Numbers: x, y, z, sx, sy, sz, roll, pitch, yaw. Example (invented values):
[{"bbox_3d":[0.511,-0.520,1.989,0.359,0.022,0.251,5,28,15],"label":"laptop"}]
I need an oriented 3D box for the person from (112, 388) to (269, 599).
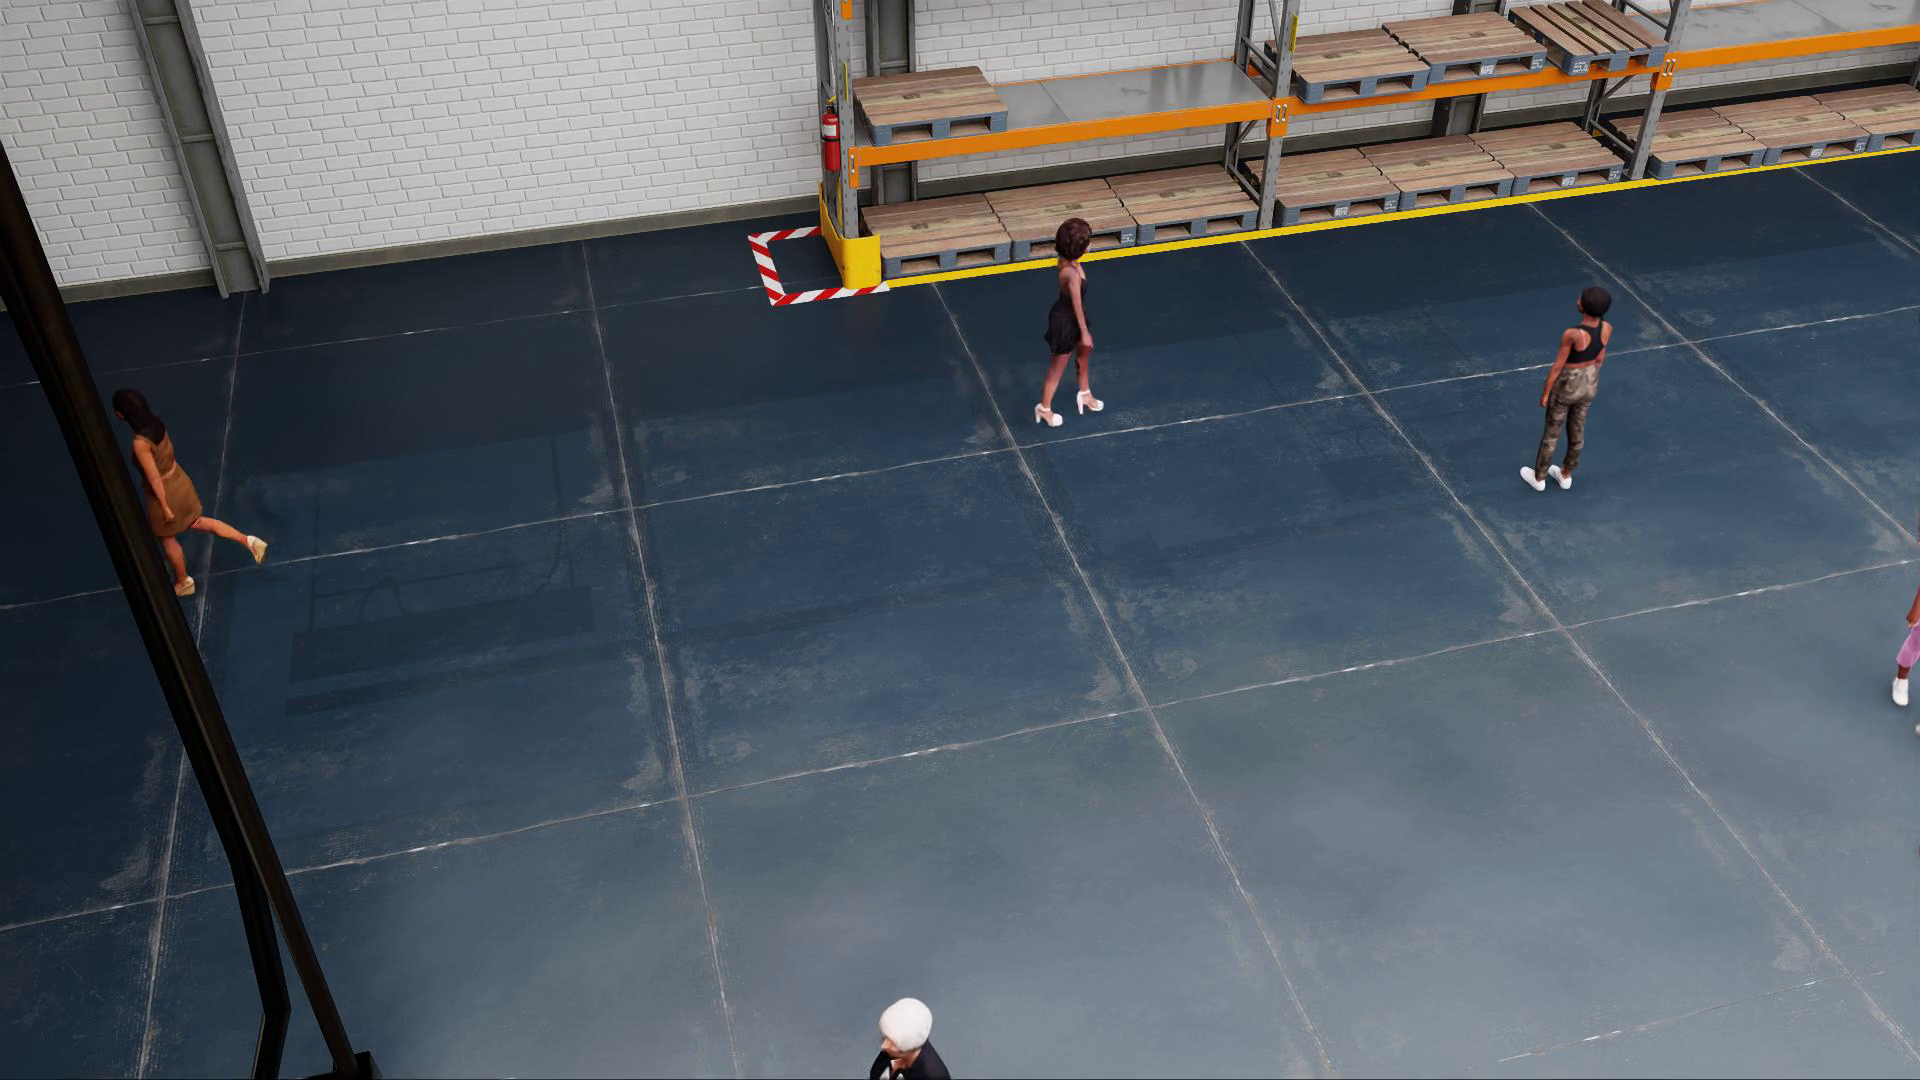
[{"bbox_3d":[-5.212,-0.306,11.158,0.982,1.670,0.594,-7,39,-9],"label":"person"}]

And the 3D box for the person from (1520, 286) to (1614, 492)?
[{"bbox_3d":[4.479,-1.092,12.121,0.472,1.697,0.619,-10,40,-12],"label":"person"}]

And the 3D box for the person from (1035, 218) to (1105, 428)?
[{"bbox_3d":[0.728,-1.624,12.729,0.845,1.770,0.663,-1,39,-1],"label":"person"}]

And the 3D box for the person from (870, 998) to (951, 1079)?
[{"bbox_3d":[-0.189,2.649,7.321,0.666,1.783,0.782,-19,42,-22],"label":"person"}]

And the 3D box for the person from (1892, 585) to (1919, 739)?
[{"bbox_3d":[6.096,0.372,10.272,0.995,1.717,0.974,11,40,14],"label":"person"}]
